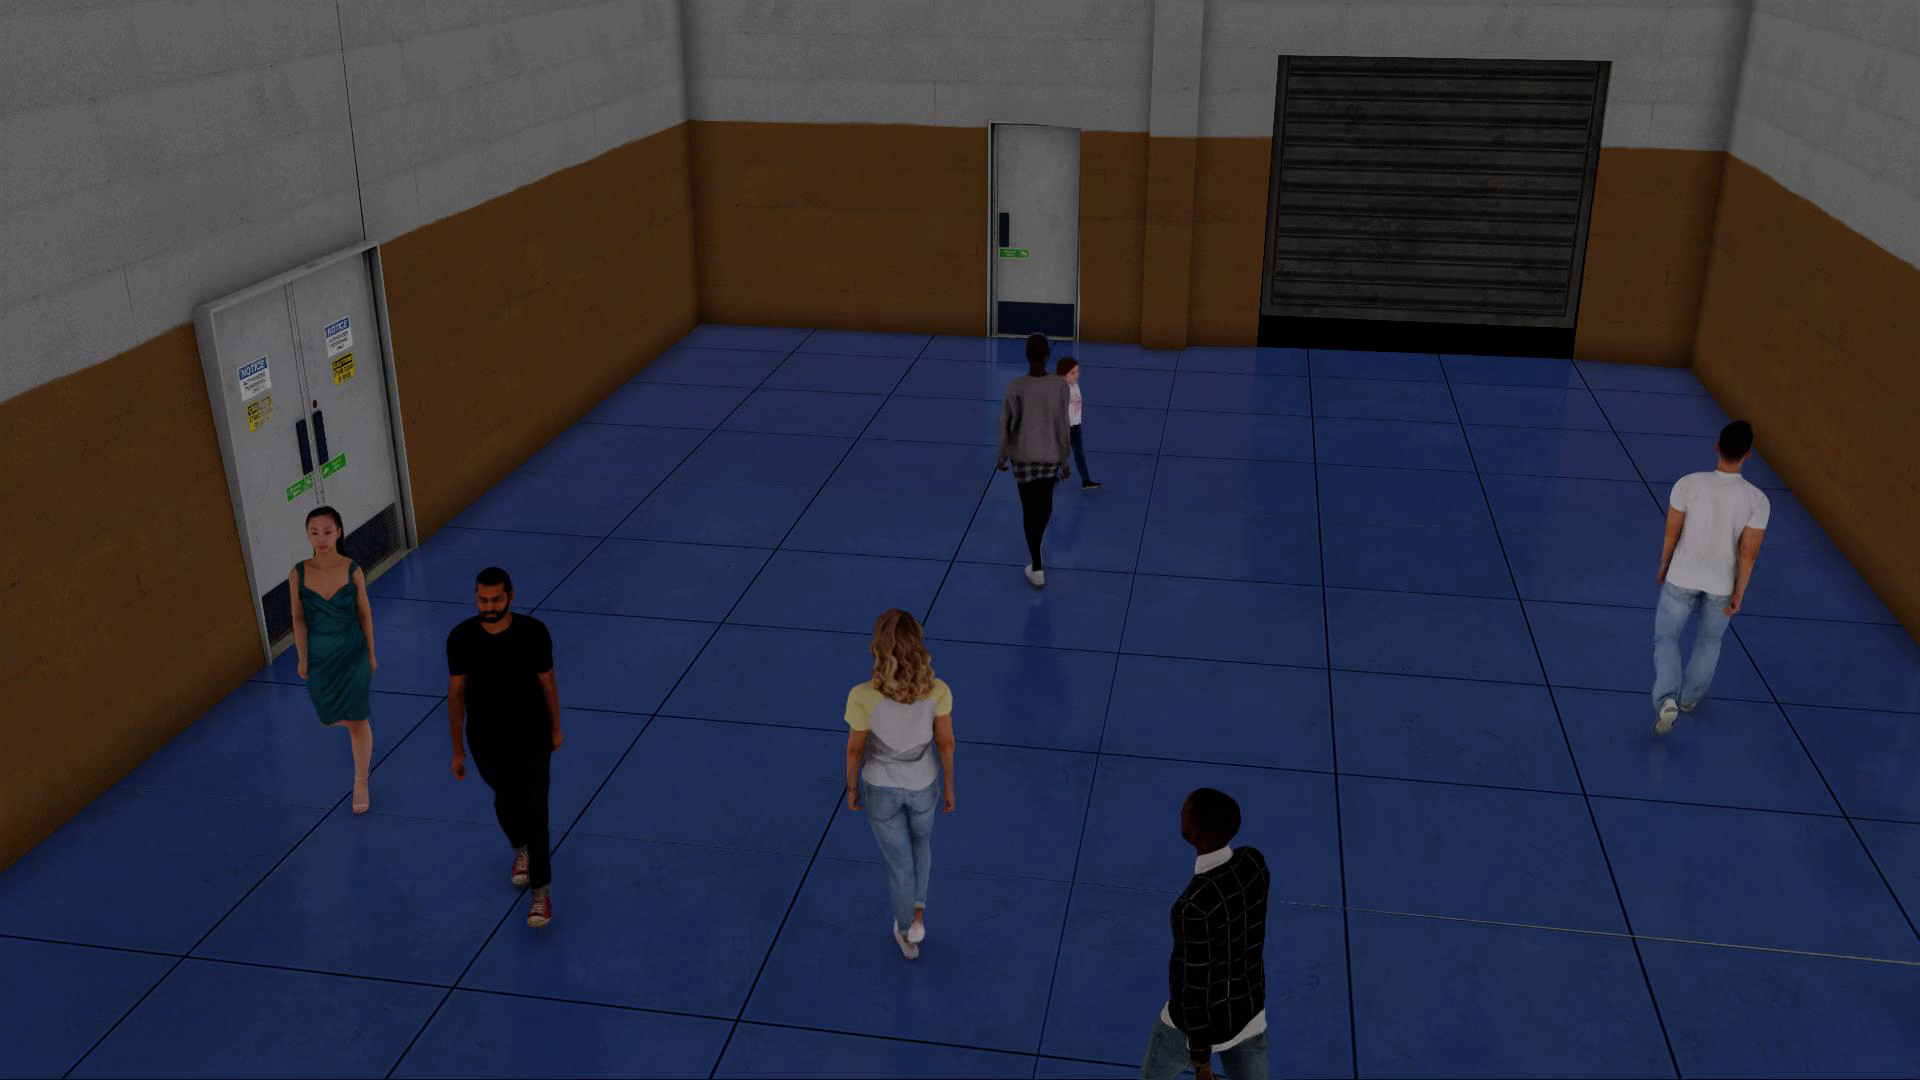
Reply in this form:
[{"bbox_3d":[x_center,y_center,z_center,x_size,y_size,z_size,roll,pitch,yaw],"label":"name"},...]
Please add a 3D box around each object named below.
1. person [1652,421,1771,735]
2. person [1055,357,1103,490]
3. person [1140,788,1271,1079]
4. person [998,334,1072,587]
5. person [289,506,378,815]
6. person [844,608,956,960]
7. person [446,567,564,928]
[{"bbox_3d":[4.217,0.246,9.479,1.094,1.835,0.895,9,24,22],"label":"person"},{"bbox_3d":[0.821,-0.940,13.442,0.853,1.081,0.706,19,29,39],"label":"person"},{"bbox_3d":[0.990,1.735,5.856,1.177,1.773,1.276,-17,27,-36],"label":"person"},{"bbox_3d":[0.552,-0.523,11.516,1.039,1.744,0.928,-4,22,-10],"label":"person"},{"bbox_3d":[-3.286,0.606,8.804,0.874,1.671,0.791,-4,22,-10],"label":"person"},{"bbox_3d":[-0.240,1.146,7.378,0.698,1.716,0.800,-5,22,-13],"label":"person"},{"bbox_3d":[-2.150,0.906,7.979,1.024,1.728,0.869,-2,22,-4],"label":"person"}]
